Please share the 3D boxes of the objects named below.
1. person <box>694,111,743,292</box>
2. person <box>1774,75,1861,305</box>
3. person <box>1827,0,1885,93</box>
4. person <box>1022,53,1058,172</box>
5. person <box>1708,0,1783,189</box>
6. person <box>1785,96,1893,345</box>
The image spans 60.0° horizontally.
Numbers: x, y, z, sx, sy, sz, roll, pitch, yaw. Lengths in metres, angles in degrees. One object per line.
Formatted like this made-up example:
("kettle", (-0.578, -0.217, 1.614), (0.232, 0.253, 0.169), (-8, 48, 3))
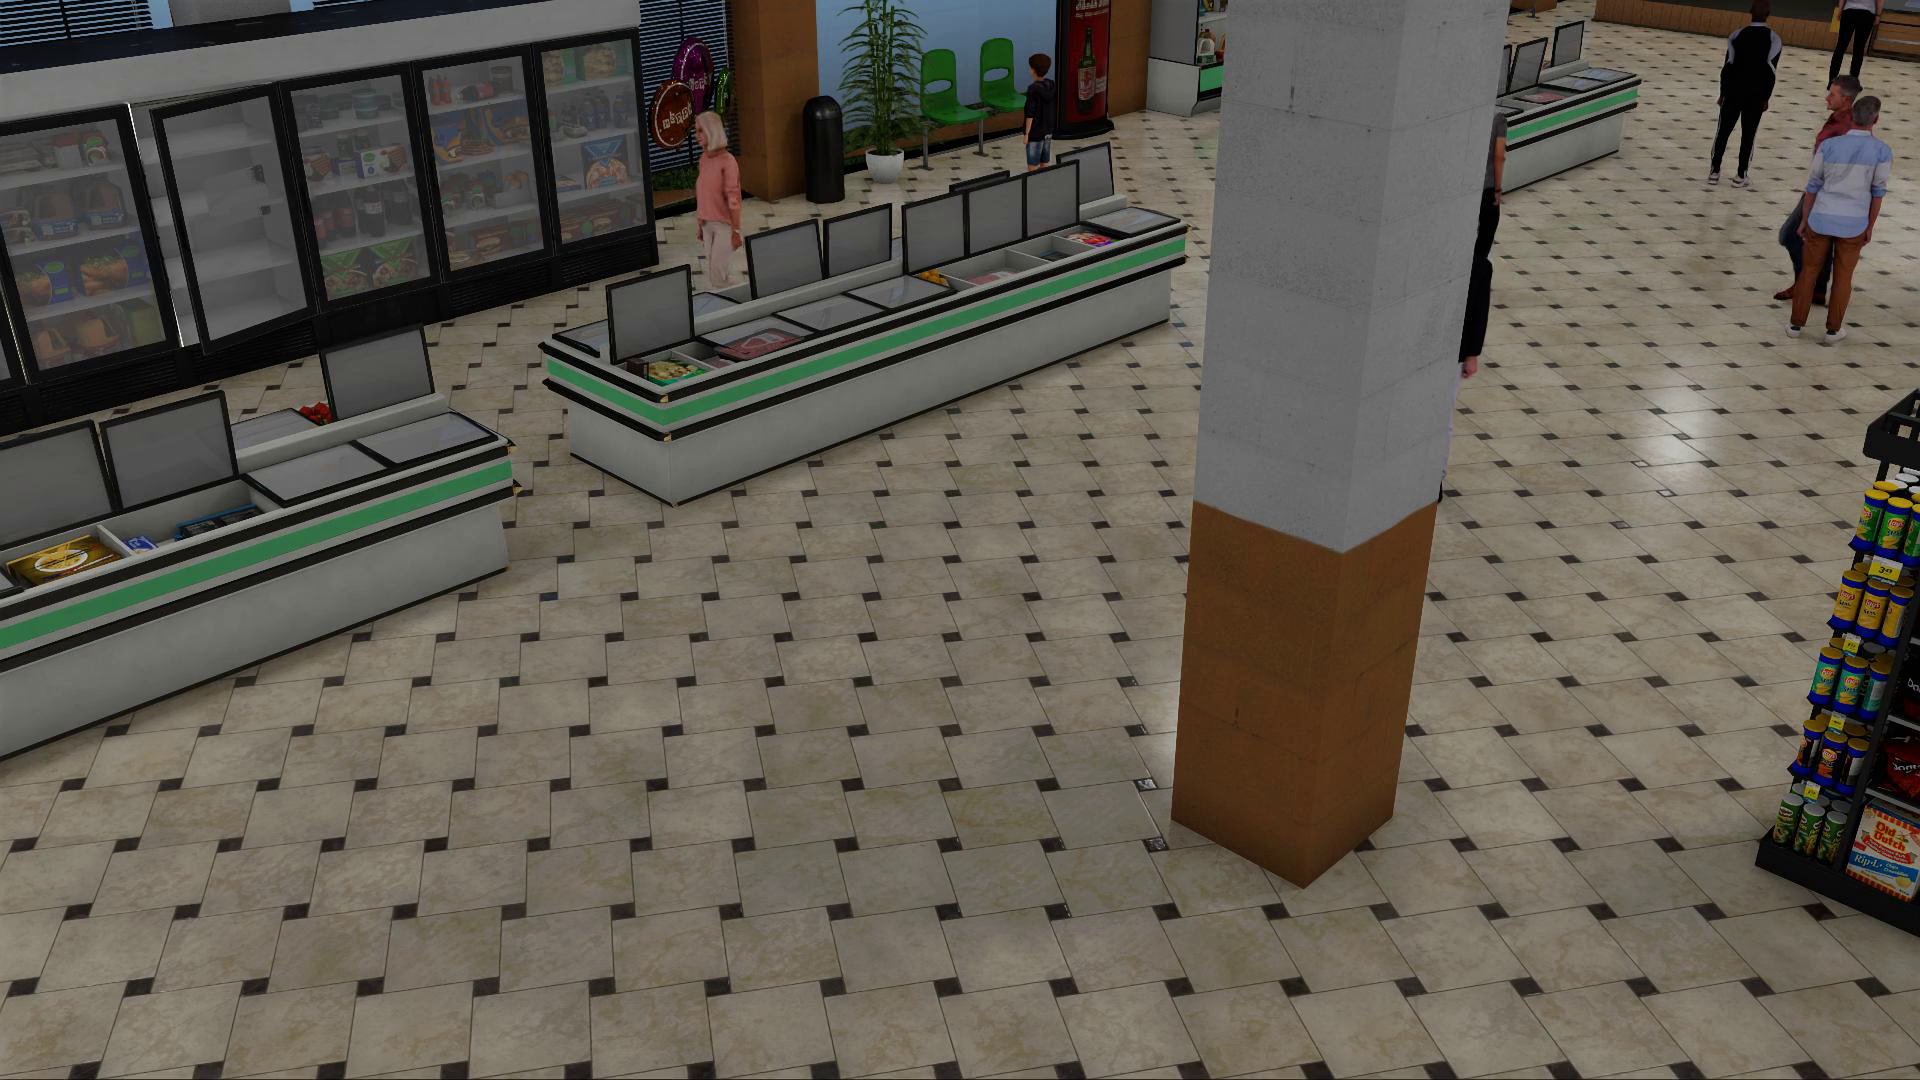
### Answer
("person", (-1.725, -2.358, 12.485), (0.662, 1.713, 0.614), (-23, 35, -37))
("person", (6.925, -2.719, 13.082), (0.884, 1.817, 0.762), (12, 29, 23))
("person", (11.027, -6.465, 20.416), (0.659, 1.864, 0.537), (23, 35, 38))
("person", (0.742, -3.879, 15.777), (0.600, 1.447, 0.457), (22, 34, 37))
("person", (7.750, -4.420, 16.424), (0.681, 1.828, 0.596), (19, 32, 32))
("person", (6.561, -2.387, 12.418), (0.742, 1.825, 0.651), (15, 31, 27))
